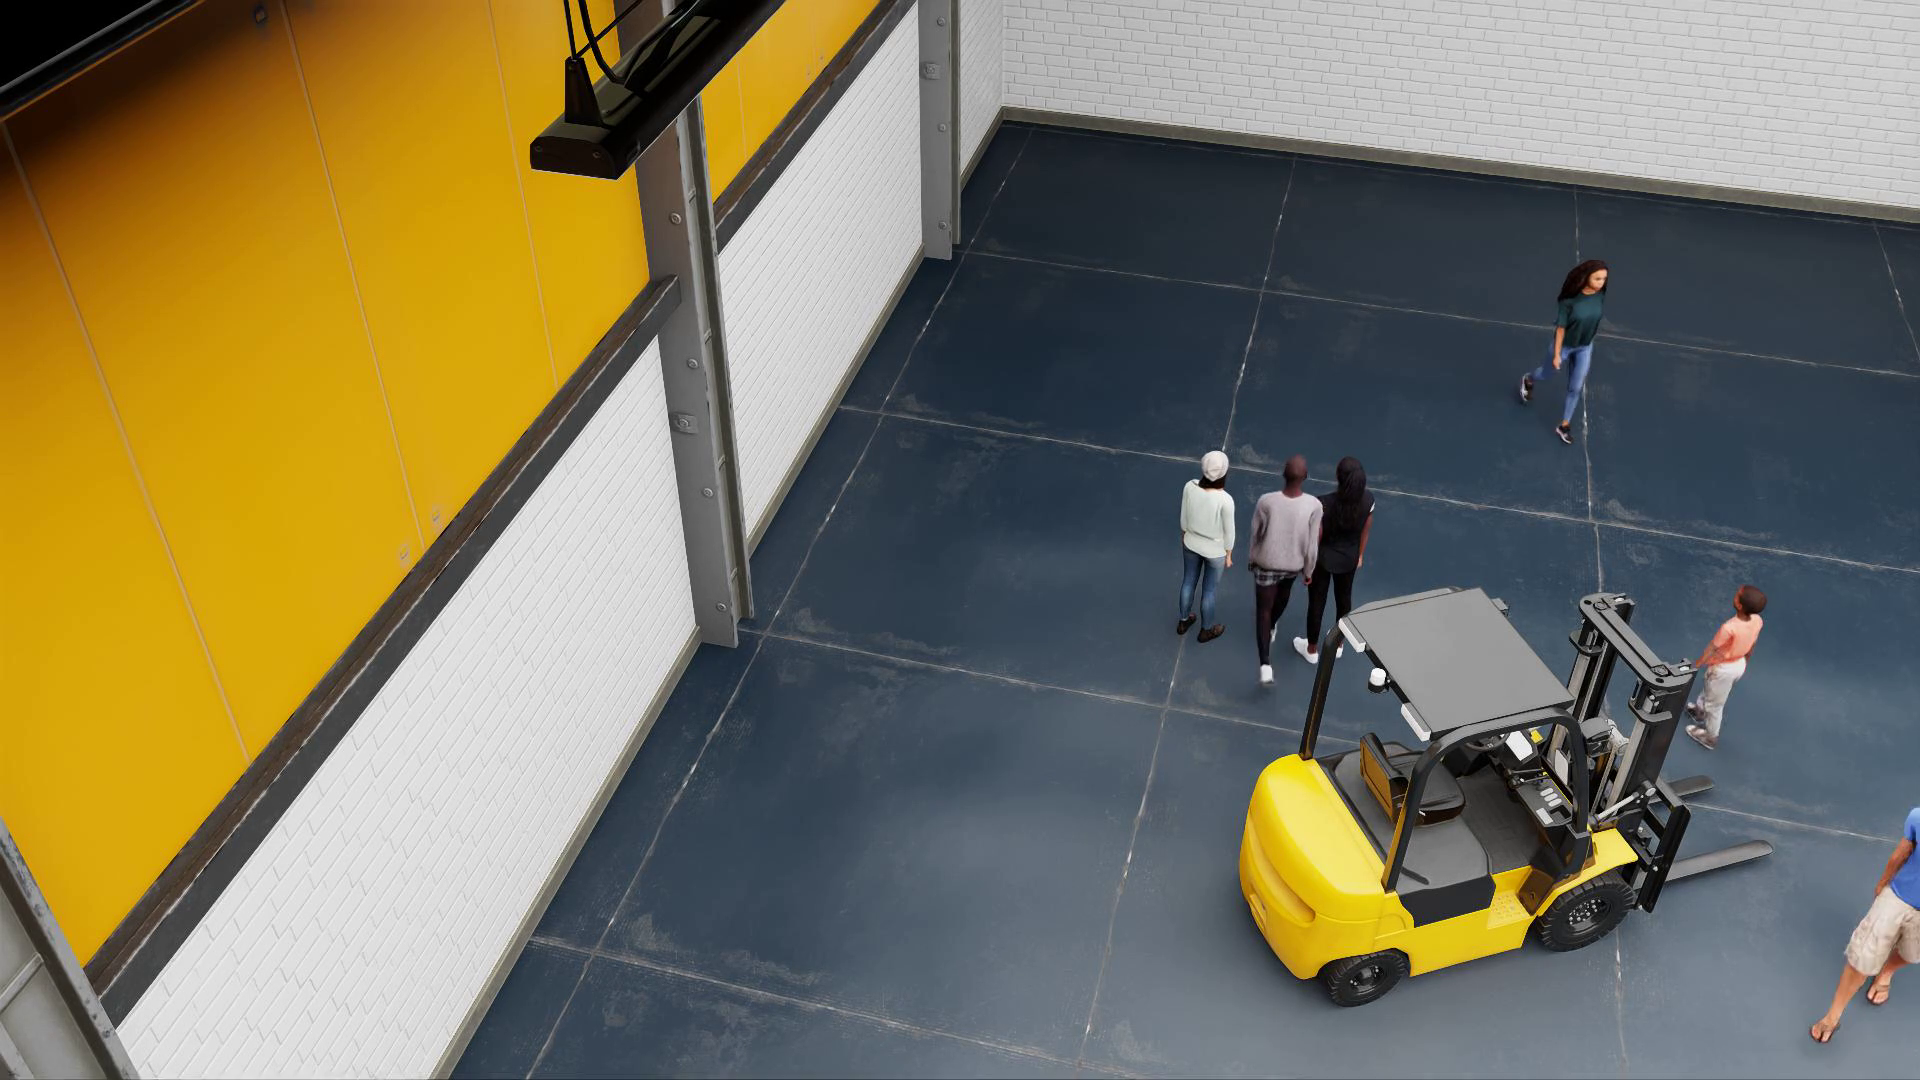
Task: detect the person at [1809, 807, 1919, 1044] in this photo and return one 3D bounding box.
[{"bbox_3d":[5.378,1.977,9.277,0.956,1.832,1.204,27,46,30],"label":"person"}]

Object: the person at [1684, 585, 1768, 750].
[{"bbox_3d":[5.148,0.880,11.082,0.685,1.295,0.753,-18,42,-21],"label":"person"}]

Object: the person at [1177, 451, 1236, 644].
[{"bbox_3d":[1.755,0.035,11.859,0.633,1.645,0.618,25,45,28],"label":"person"}]

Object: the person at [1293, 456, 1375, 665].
[{"bbox_3d":[2.624,0.132,11.671,0.694,1.729,0.700,-8,39,-10],"label":"person"}]

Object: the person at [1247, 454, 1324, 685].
[{"bbox_3d":[2.220,0.219,11.551,0.760,1.741,1.196,3,39,3],"label":"person"}]

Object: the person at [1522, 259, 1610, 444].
[{"bbox_3d":[5.103,-1.670,14.038,0.874,1.590,1.141,-6,39,-7],"label":"person"}]
